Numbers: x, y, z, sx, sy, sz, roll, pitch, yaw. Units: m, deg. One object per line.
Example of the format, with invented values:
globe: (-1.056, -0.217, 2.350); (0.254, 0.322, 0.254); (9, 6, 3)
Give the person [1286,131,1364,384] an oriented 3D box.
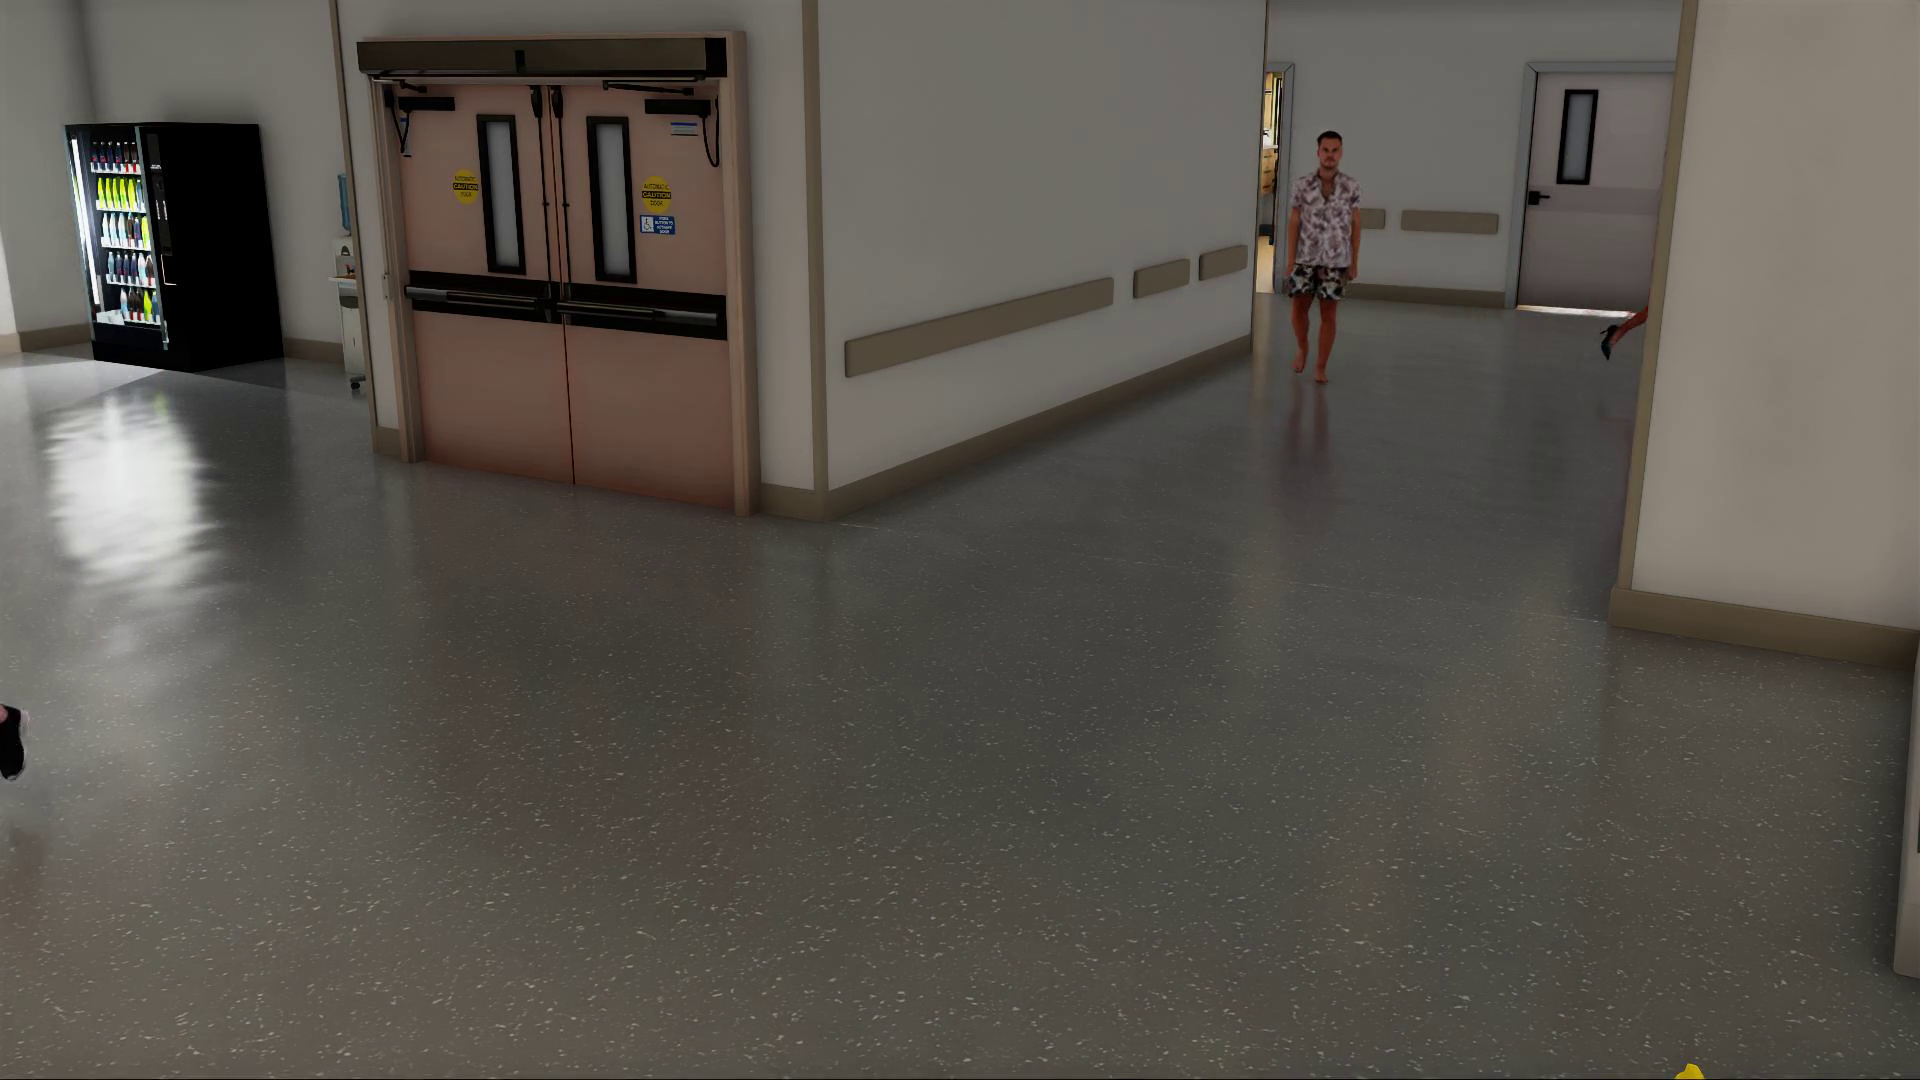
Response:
person: (2.667, -2.093, 12.293); (0.776, 1.807, 0.861); (3, 16, 10)
